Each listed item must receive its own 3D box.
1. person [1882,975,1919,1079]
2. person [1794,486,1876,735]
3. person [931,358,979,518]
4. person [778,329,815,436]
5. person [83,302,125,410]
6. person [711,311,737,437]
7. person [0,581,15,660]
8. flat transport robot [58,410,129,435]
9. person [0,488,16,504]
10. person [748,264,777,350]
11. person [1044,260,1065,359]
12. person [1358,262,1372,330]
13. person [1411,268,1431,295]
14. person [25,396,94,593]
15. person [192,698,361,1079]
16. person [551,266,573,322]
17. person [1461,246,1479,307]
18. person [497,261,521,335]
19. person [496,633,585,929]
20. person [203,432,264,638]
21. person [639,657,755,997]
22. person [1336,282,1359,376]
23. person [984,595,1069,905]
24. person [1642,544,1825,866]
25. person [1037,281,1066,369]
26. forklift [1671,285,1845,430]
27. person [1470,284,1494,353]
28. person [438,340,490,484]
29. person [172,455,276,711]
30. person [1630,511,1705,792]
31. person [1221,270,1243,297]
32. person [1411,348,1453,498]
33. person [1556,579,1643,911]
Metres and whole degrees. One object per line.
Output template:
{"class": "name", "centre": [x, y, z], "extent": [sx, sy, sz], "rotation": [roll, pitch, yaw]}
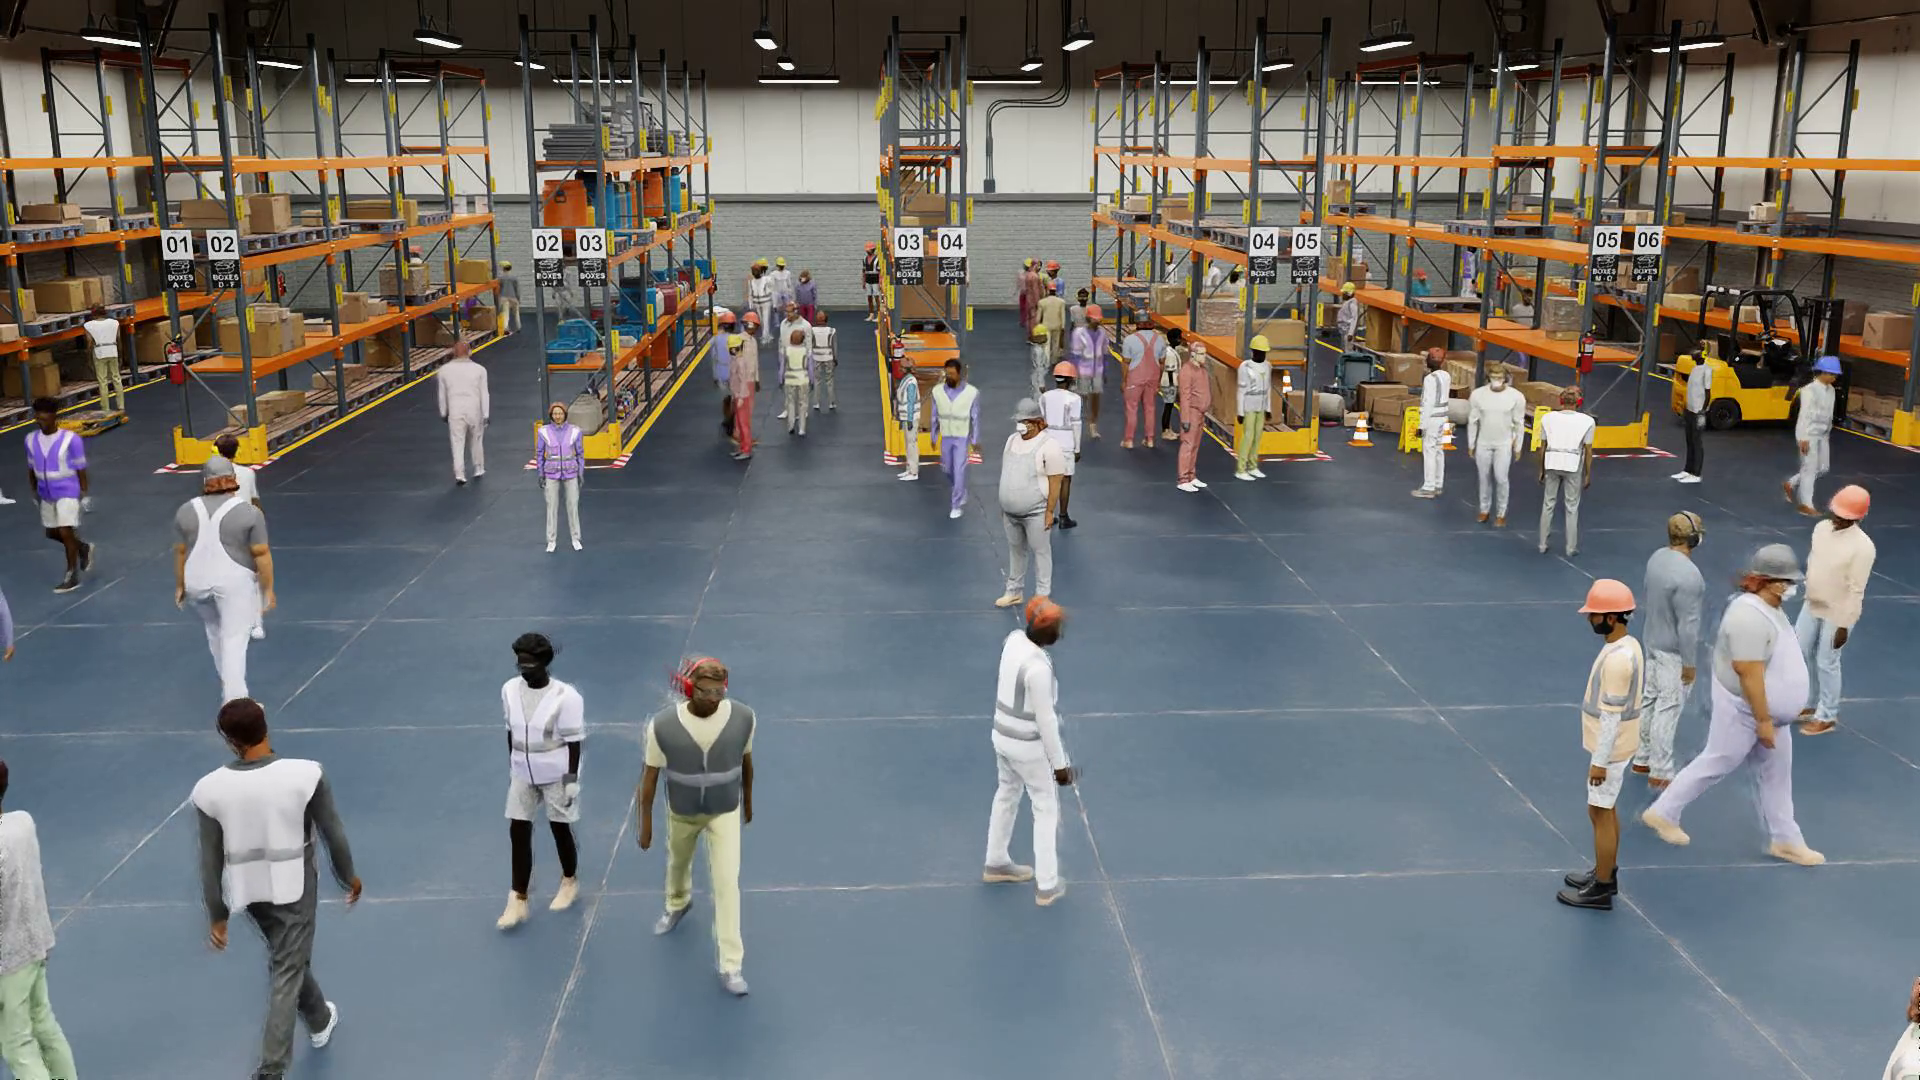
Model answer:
{"class": "person", "centre": [3.283, 2.220, 5.731], "extent": [0.315, 1.636, 0.515], "rotation": [9, 16, 34]}
{"class": "person", "centre": [6.403, 0.526, 12.248], "extent": [0.451, 1.940, 0.682], "rotation": [-3, 14, -14]}
{"class": "person", "centre": [-0.051, -1.241, 19.856], "extent": [0.599, 1.903, 0.636], "rotation": [4, 14, 18]}
{"class": "person", "centre": [-2.475, -2.398, 25.322], "extent": [0.555, 1.616, 0.507], "rotation": [0, 13, 2]}
{"class": "person", "centre": [-14.024, -2.975, 27.288], "extent": [0.390, 1.846, 0.563], "rotation": [11, 17, 39]}
{"class": "person", "centre": [-3.486, -2.482, 25.047], "extent": [0.551, 1.915, 0.531], "rotation": [4, 14, 15]}
{"class": "person", "centre": [-7.044, 0.716, 11.770], "extent": [0.625, 1.785, 0.900], "rotation": [-6, 14, -22]}
{"class": "flat transport robot", "centre": [-13.517, -1.836, 25.838], "extent": [0.652, 0.197, 1.431], "rotation": [-1, 13, -6]}
{"class": "person", "centre": [-11.974, -1.232, 20.178], "extent": [0.664, 1.725, 0.489], "rotation": [-8, 15, -30]}
{"class": "person", "centre": [-4.335, -5.039, 36.050], "extent": [0.626, 1.840, 0.922], "rotation": [5, 14, 20]}
{"class": "person", "centre": [1.939, -4.792, 34.600], "extent": [0.418, 2.034, 0.604], "rotation": [-6, 15, -25]}
{"class": "person", "centre": [9.680, -5.864, 39.978], "extent": [0.499, 1.634, 0.285], "rotation": [-9, 16, -33]}
{"class": "person", "centre": [10.096, -5.110, 36.572], "extent": [0.616, 1.729, 0.505], "rotation": [-8, 15, -30]}
{"class": "person", "centre": [-8.926, -0.491, 16.572], "extent": [0.615, 1.947, 0.727], "rotation": [2, 13, 6]}
{"class": "person", "centre": [-3.189, 1.645, 7.728], "extent": [0.617, 1.851, 1.026], "rotation": [0, 13, 1]}
{"class": "person", "centre": [-9.677, -5.999, 40.367], "extent": [0.506, 1.710, 0.489], "rotation": [-1, 13, -3]}
{"class": "person", "centre": [13.593, -6.997, 44.337], "extent": [0.429, 1.844, 0.622], "rotation": [-2, 13, -8]}
{"class": "person", "centre": [-10.583, -5.685, 39.044], "extent": [0.516, 1.720, 0.843], "rotation": [-3, 14, -12]}
{"class": "person", "centre": [-2.379, 1.350, 9.324], "extent": [0.565, 1.671, 0.600], "rotation": [4, 14, 17]}
{"class": "person", "centre": [-6.441, -0.028, 14.817], "extent": [0.530, 1.832, 0.542], "rotation": [10, 17, 37]}
{"class": "person", "centre": [-1.401, 1.419, 8.856], "extent": [0.623, 1.775, 1.040], "rotation": [-3, 14, -14]}
{"class": "person", "centre": [7.325, -3.958, 31.480], "extent": [0.404, 1.830, 0.603], "rotation": [0, 13, 0]}
{"class": "person", "centre": [0.398, 1.179, 9.641], "extent": [0.433, 1.868, 0.619], "rotation": [-6, 14, -23]}
{"class": "person", "centre": [4.818, 0.953, 10.232], "extent": [1.016, 2.000, 0.694], "rotation": [11, 17, 40]}
{"class": "person", "centre": [1.812, -4.260, 33.009], "extent": [0.570, 1.721, 0.837], "rotation": [0, 13, 1]}
{"class": "forklift", "centre": [12.503, -2.886, 26.166], "extent": [2.313, 2.155, 1.214], "rotation": [-1, 13, -3]}
{"class": "person", "centre": [10.387, -4.294, 33.133], "extent": [0.600, 1.712, 0.829], "rotation": [-3, 14, -12]}
{"class": "person", "centre": [-6.489, -1.684, 21.796], "extent": [0.654, 1.866, 0.969], "rotation": [-2, 13, -7]}
{"class": "person", "centre": [-5.716, 0.300, 12.995], "extent": [0.766, 2.000, 1.023], "rotation": [0, 13, 2]}
{"class": "person", "centre": [4.843, 0.748, 11.312], "extent": [0.359, 1.939, 0.635], "rotation": [0, 13, 0]}
{"class": "person", "centre": [5.601, -4.654, 34.387], "extent": [0.550, 1.850, 0.508], "rotation": [-2, 13, -7]}
{"class": "person", "centre": [5.925, -1.468, 20.841], "extent": [0.364, 1.882, 0.600], "rotation": [12, 18, 40]}
{"class": "person", "centre": [3.697, 1.169, 9.576], "extent": [0.389, 1.924, 0.549], "rotation": [6, 14, 23]}
